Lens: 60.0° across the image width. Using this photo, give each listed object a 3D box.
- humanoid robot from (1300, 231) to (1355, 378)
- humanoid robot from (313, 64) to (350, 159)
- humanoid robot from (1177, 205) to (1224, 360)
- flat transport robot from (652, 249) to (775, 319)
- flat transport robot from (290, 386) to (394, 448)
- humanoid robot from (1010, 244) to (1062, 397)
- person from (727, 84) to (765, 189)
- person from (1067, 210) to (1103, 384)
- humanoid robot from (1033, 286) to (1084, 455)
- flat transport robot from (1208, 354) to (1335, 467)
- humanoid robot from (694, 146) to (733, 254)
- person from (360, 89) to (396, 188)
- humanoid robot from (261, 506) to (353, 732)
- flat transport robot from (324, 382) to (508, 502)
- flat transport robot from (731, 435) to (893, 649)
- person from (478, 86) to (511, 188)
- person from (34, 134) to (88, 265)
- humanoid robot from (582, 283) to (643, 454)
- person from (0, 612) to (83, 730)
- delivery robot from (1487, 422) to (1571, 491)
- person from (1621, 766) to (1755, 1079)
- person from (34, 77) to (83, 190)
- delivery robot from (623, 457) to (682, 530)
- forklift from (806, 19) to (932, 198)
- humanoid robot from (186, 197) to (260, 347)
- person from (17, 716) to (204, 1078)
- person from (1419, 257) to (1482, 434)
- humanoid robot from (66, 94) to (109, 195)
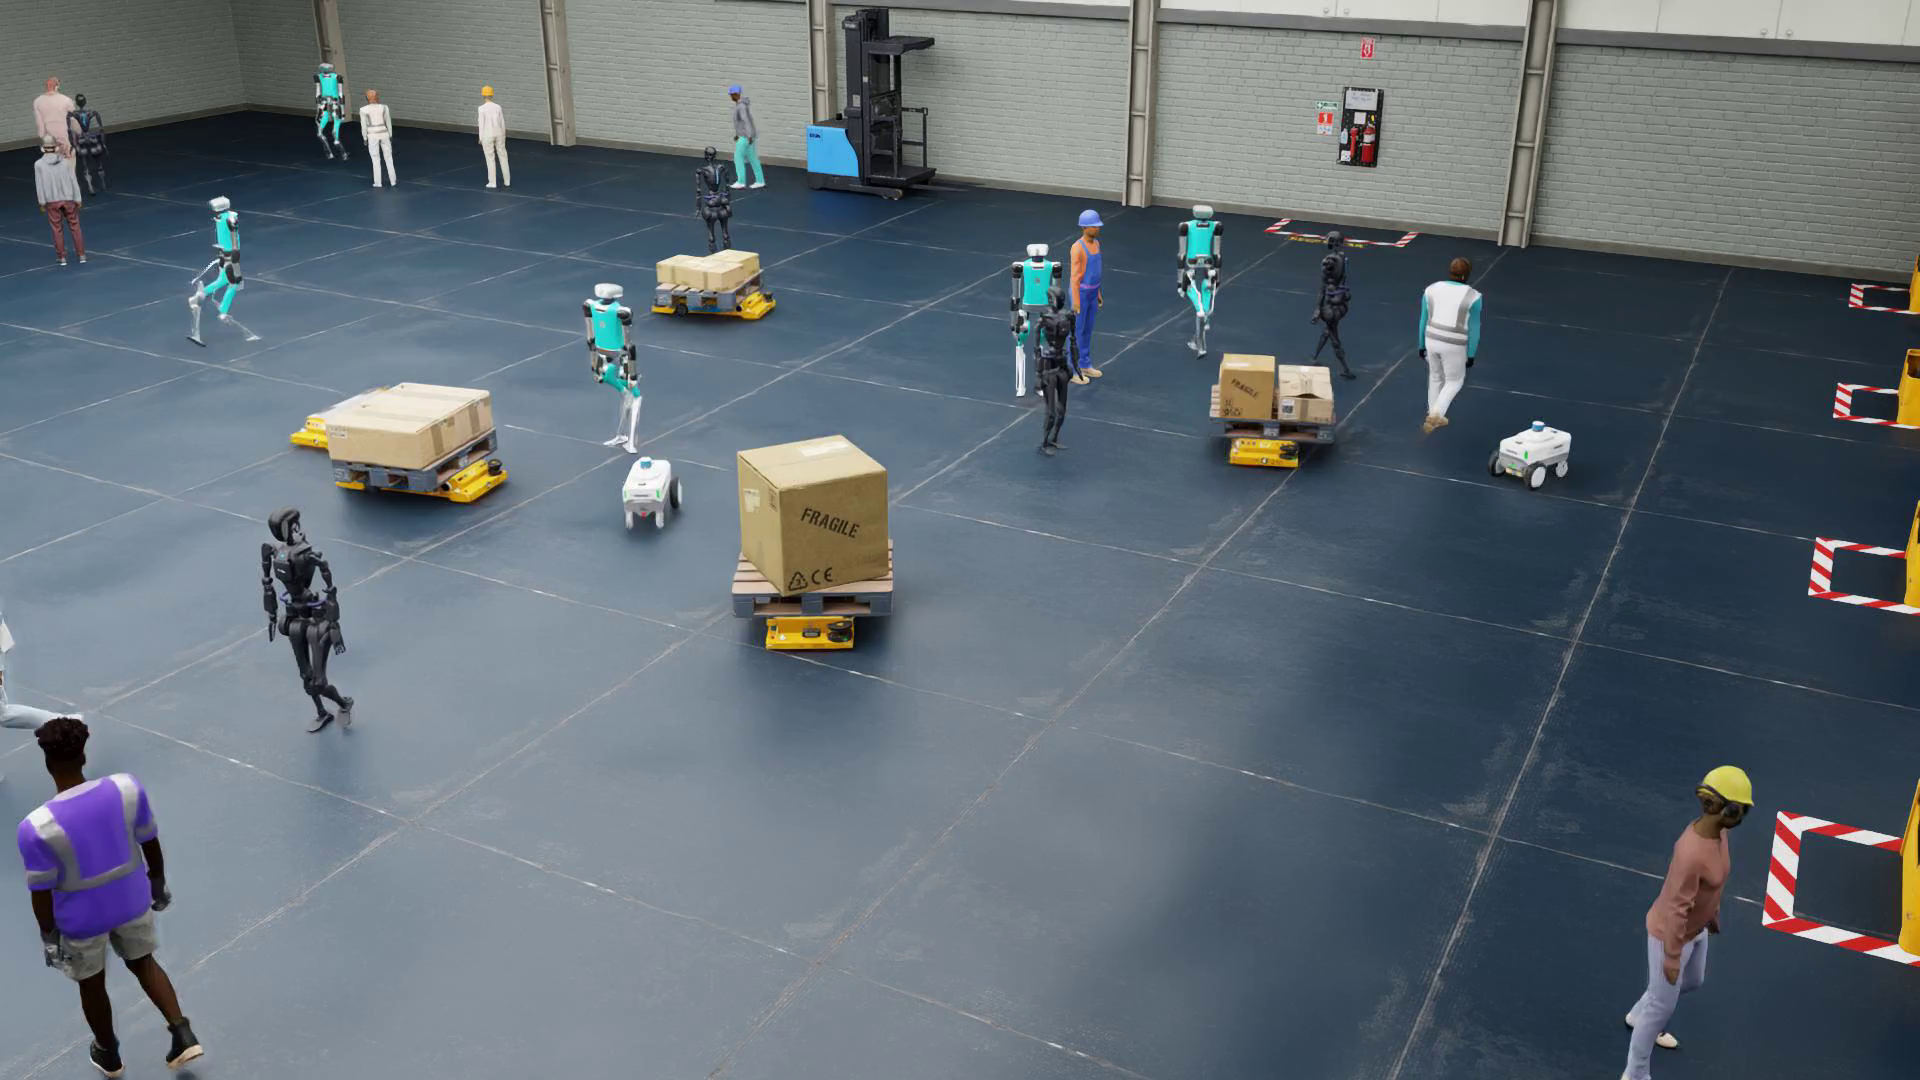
[{"bbox_3d":[4.147,-2.653,18.616,0.756,1.629,0.588,17,29,35],"label":"humanoid robot"},{"bbox_3d":[-11.532,-7.766,30.390,0.545,1.763,0.940,0,23,1],"label":"humanoid robot"},{"bbox_3d":[2.814,-2.897,19.129,0.533,1.779,1.045,-4,24,-9],"label":"humanoid robot"},{"bbox_3d":[-3.144,-3.028,21.211,1.431,0.231,0.659,5,24,12],"label":"flat transport robot"},{"bbox_3d":[-6.121,-1.258,17.091,0.659,0.231,1.431,9,25,20],"label":"flat transport robot"},{"bbox_3d":[0.777,-2.367,17.644,0.533,1.677,0.735,-1,23,-3],"label":"humanoid robot"},{"bbox_3d":[-3.664,-6.827,28.204,0.708,1.720,0.560,-2,23,-4],"label":"person"},{"bbox_3d":[1.387,-2.693,18.354,0.360,1.911,0.521,16,28,32],"label":"person"},{"bbox_3d":[0.960,-1.666,16.254,0.606,1.656,0.373,-19,30,-37],"label":"humanoid robot"},{"bbox_3d":[3.098,-1.060,16.631,0.659,0.231,1.431,4,24,9],"label":"flat transport robot"},{"bbox_3d":[-3.426,-4.642,23.167,0.599,1.657,0.315,-17,29,-35],"label":"humanoid robot"},{"bbox_3d":[-9.920,-6.845,28.358,0.511,1.640,0.307,-14,27,-30],"label":"person"},{"bbox_3d":[-4.394,0.530,11.138,0.609,1.643,0.329,7,24,16],"label":"humanoid robot"},{"bbox_3d":[-5.056,-0.612,15.588,1.431,0.231,0.659,7,24,15],"label":"flat transport robot"},{"bbox_3d":[-1.126,0.470,13.067,0.659,0.231,1.431,-1,23,-1],"label":"flat transport robot"},{"bbox_3d":[-7.957,-6.855,28.311,0.482,1.696,0.327,-18,29,-36],"label":"person"},{"bbox_3d":[-12.637,-4.782,23.350,0.550,1.806,0.381,-16,28,-32],"label":"person"},{"bbox_3d":[-3.272,-1.700,16.246,0.637,1.763,0.776,10,25,23],"label":"humanoid robot"},{"bbox_3d":[-6.161,0.687,10.508,0.595,1.896,0.765,19,30,37],"label":"person"},{"bbox_3d":[5.406,-0.809,15.705,0.805,0.612,0.499,-16,28,-32],"label":"delivery robot"},{"bbox_3d":[3.411,1.870,7.957,0.400,1.736,0.641,20,31,39],"label":"person"},{"bbox_3d":[-15.107,-6.827,28.026,0.637,1.879,0.492,1,23,2],"label":"person"},{"bbox_3d":[-2.784,-0.443,14.856,0.499,0.614,0.812,-1,23,-1],"label":"delivery robot"},{"bbox_3d":[-1.573,-7.292,27.850,1.873,2.768,1.129,12,26,25],"label":"forklift"},{"bbox_3d":[-8.858,-3.099,19.569,0.987,1.780,0.531,-18,29,-36],"label":"humanoid robot"},{"bbox_3d":[-4.065,1.764,7.950,0.608,1.937,0.638,20,30,38],"label":"person"},{"bbox_3d":[4.868,-1.922,16.690,0.627,1.820,0.658,21,31,40],"label":"person"},{"bbox_3d":[-14.578,-6.601,27.787,0.585,1.663,0.592,-12,26,-26],"label":"humanoid robot"}]
